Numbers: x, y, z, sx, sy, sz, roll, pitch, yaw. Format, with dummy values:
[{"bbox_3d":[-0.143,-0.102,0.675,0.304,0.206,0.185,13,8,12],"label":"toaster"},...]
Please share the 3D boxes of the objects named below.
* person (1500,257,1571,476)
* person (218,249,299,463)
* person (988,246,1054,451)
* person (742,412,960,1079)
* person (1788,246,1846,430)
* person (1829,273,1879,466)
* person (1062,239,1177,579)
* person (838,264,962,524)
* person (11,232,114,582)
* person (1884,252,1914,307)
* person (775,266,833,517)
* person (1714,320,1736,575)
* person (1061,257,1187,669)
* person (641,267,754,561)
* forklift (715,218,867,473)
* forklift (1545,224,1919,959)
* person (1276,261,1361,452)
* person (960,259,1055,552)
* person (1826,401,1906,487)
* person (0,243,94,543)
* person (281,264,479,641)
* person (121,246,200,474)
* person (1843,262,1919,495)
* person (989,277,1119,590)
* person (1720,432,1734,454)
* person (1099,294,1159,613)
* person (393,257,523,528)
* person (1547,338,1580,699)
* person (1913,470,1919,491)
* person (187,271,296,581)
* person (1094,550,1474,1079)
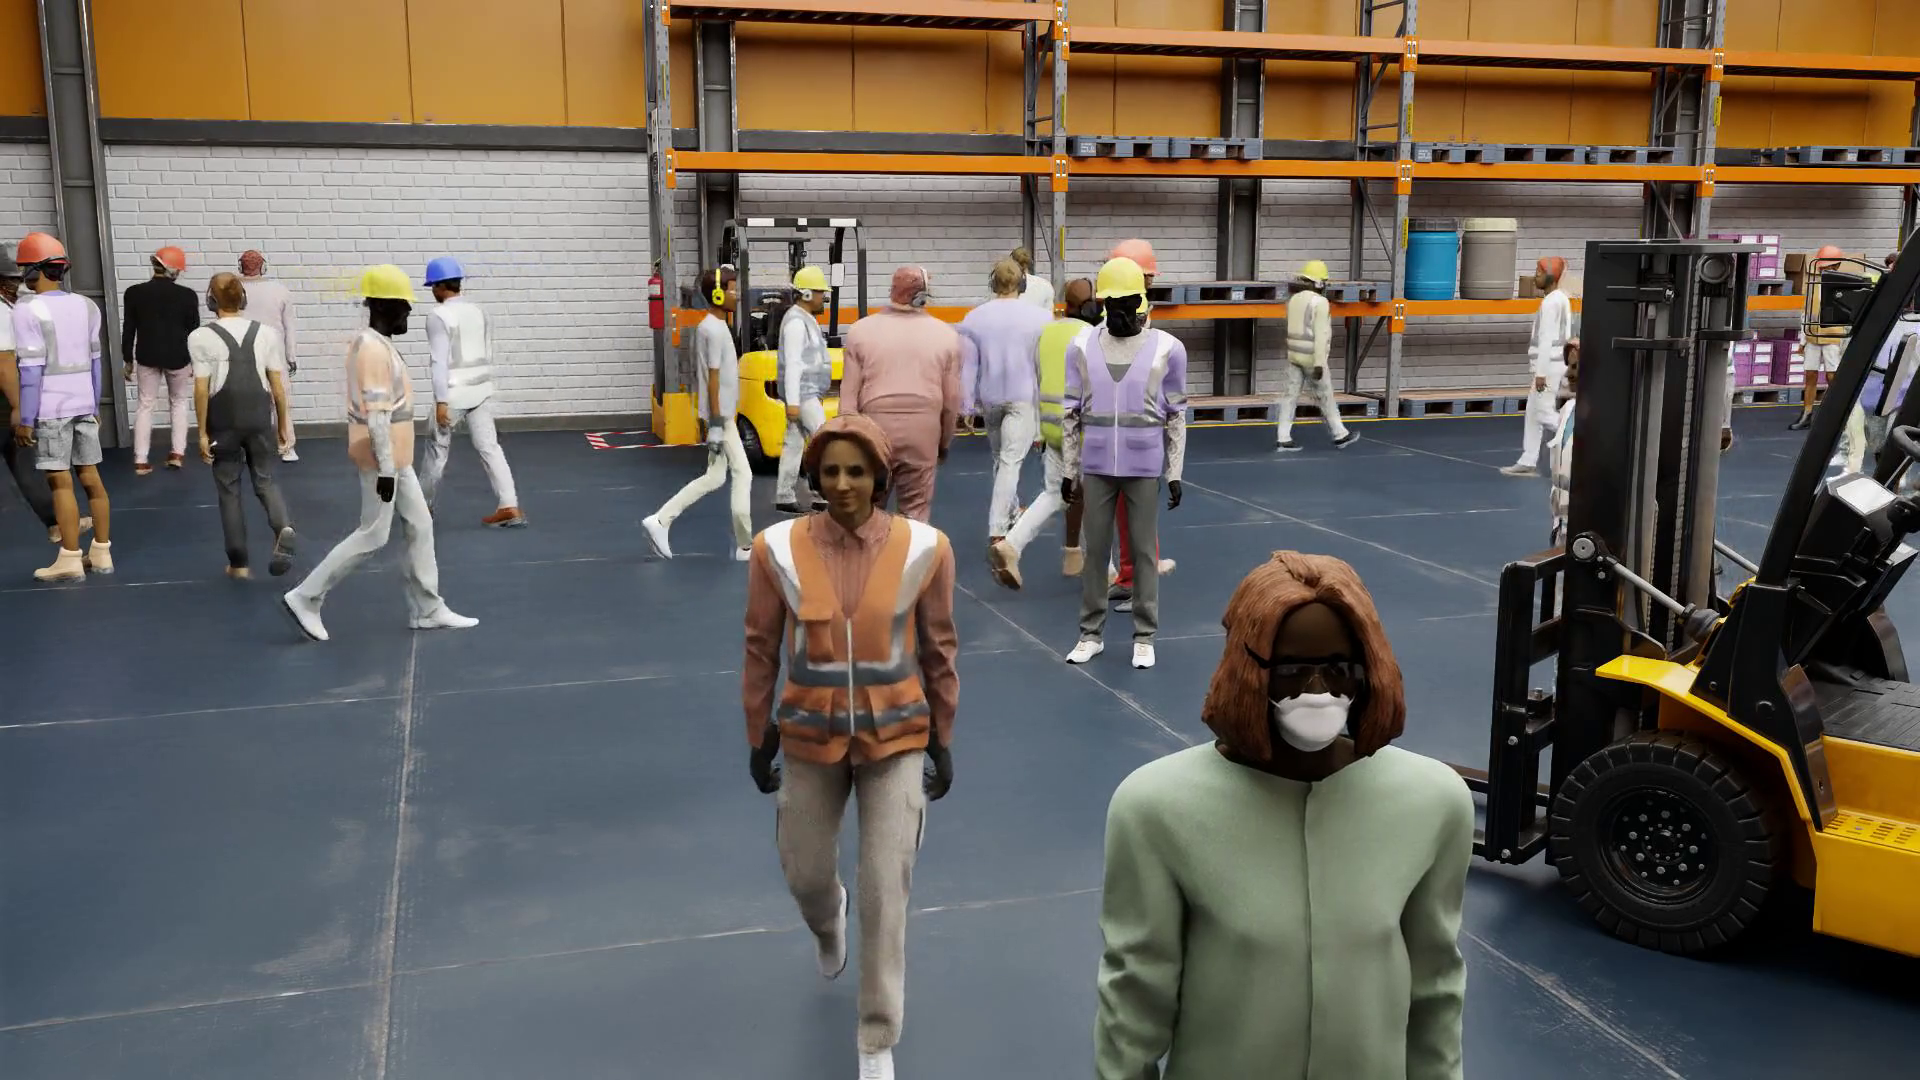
[{"bbox_3d":[4.985,-1.426,13.882,0.770,1.865,0.585,5,11,24],"label":"person"},{"bbox_3d":[-6.252,-1.625,14.848,0.643,1.909,0.400,-4,11,-20],"label":"person"},{"bbox_3d":[0.578,-1.800,15.722,0.635,1.937,0.353,-1,10,-6],"label":"person"},{"bbox_3d":[-0.262,0.486,4.078,0.523,1.621,0.635,0,10,0],"label":"person"},{"bbox_3d":[8.956,-2.071,17.243,0.384,1.927,0.544,-6,12,-31],"label":"person"},{"bbox_3d":[8.087,-1.516,14.789,0.803,1.717,0.493,-2,11,-13],"label":"person"},{"bbox_3d":[0.917,-0.752,9.822,0.671,2.008,0.614,-6,12,-31],"label":"person"},{"bbox_3d":[-0.335,-0.546,9.048,0.659,1.889,0.645,-1,10,-5],"label":"person"},{"bbox_3d":[-5.306,-0.769,9.780,0.379,2.045,0.605,3,11,14],"label":"person"},{"bbox_3d":[10.772,-2.402,19.291,0.429,1.843,0.627,-1,10,-7],"label":"person"},{"bbox_3d":[-1.040,-1.051,11.955,0.698,1.806,0.616,0,10,-1],"label":"person"},{"bbox_3d":[4.369,-0.750,9.964,0.354,1.939,0.544,-8,13,-36],"label":"person"},{"bbox_3d":[0.756,-0.352,7.812,0.594,1.925,0.376,3,11,18],"label":"person"},{"bbox_3d":[-1.555,-0.763,10.306,0.806,1.849,0.519,-2,11,-12],"label":"person"},{"bbox_3d":[-1.522,-1.778,14.899,1.214,2.155,2.313,-3,11,-17],"label":"forklift"},{"bbox_3d":[2.909,0.117,4.508,2.313,2.155,1.214,9,14,40],"label":"forklift"},{"bbox_3d":[3.376,-1.728,15.725,0.901,1.785,0.625,-5,11,-25],"label":"person"},{"bbox_3d":[0.337,-0.890,10.914,0.646,1.881,1.066,4,11,22],"label":"person"},{"bbox_3d":[7.374,-1.216,13.407,0.681,1.607,0.507,0,10,2],"label":"person"},{"bbox_3d":[-6.148,-0.928,10.658,1.018,2.000,0.710,-6,12,-29],"label":"person"},{"bbox_3d":[-2.967,-0.434,8.370,0.885,1.899,0.599,-3,11,-15],"label":"person"},{"bbox_3d":[-6.868,-1.550,14.316,0.640,1.947,0.473,-3,11,-16],"label":"person"},{"bbox_3d":[6.117,-0.901,10.961,1.013,1.879,0.568,-9,14,-41],"label":"person"},{"bbox_3d":[0.597,-0.577,9.406,0.832,1.809,0.630,-7,13,-34],"label":"person"},{"bbox_3d":[6.709,-1.567,15.172,0.751,1.674,0.527,-2,11,-13],"label":"person"},{"bbox_3d":[0.903,-0.492,9.023,0.320,1.767,0.534,-3,11,-17],"label":"person"},{"bbox_3d":[-3.509,-1.019,11.599,1.046,1.878,0.619,5,11,23],"label":"person"},{"bbox_3d":[2.641,-0.031,6.893,0.432,1.627,0.517,0,10,-2],"label":"person"},{"bbox_3d":[4.860,-0.357,7.869,0.542,1.924,0.483,1,10,5],"label":"person"},{"bbox_3d":[-4.136,-0.635,9.640,0.519,1.830,0.704,-9,14,-41],"label":"person"},{"bbox_3d":[0.428,0.816,2.215,0.507,1.632,0.275,-1,10,-7],"label":"person"}]
